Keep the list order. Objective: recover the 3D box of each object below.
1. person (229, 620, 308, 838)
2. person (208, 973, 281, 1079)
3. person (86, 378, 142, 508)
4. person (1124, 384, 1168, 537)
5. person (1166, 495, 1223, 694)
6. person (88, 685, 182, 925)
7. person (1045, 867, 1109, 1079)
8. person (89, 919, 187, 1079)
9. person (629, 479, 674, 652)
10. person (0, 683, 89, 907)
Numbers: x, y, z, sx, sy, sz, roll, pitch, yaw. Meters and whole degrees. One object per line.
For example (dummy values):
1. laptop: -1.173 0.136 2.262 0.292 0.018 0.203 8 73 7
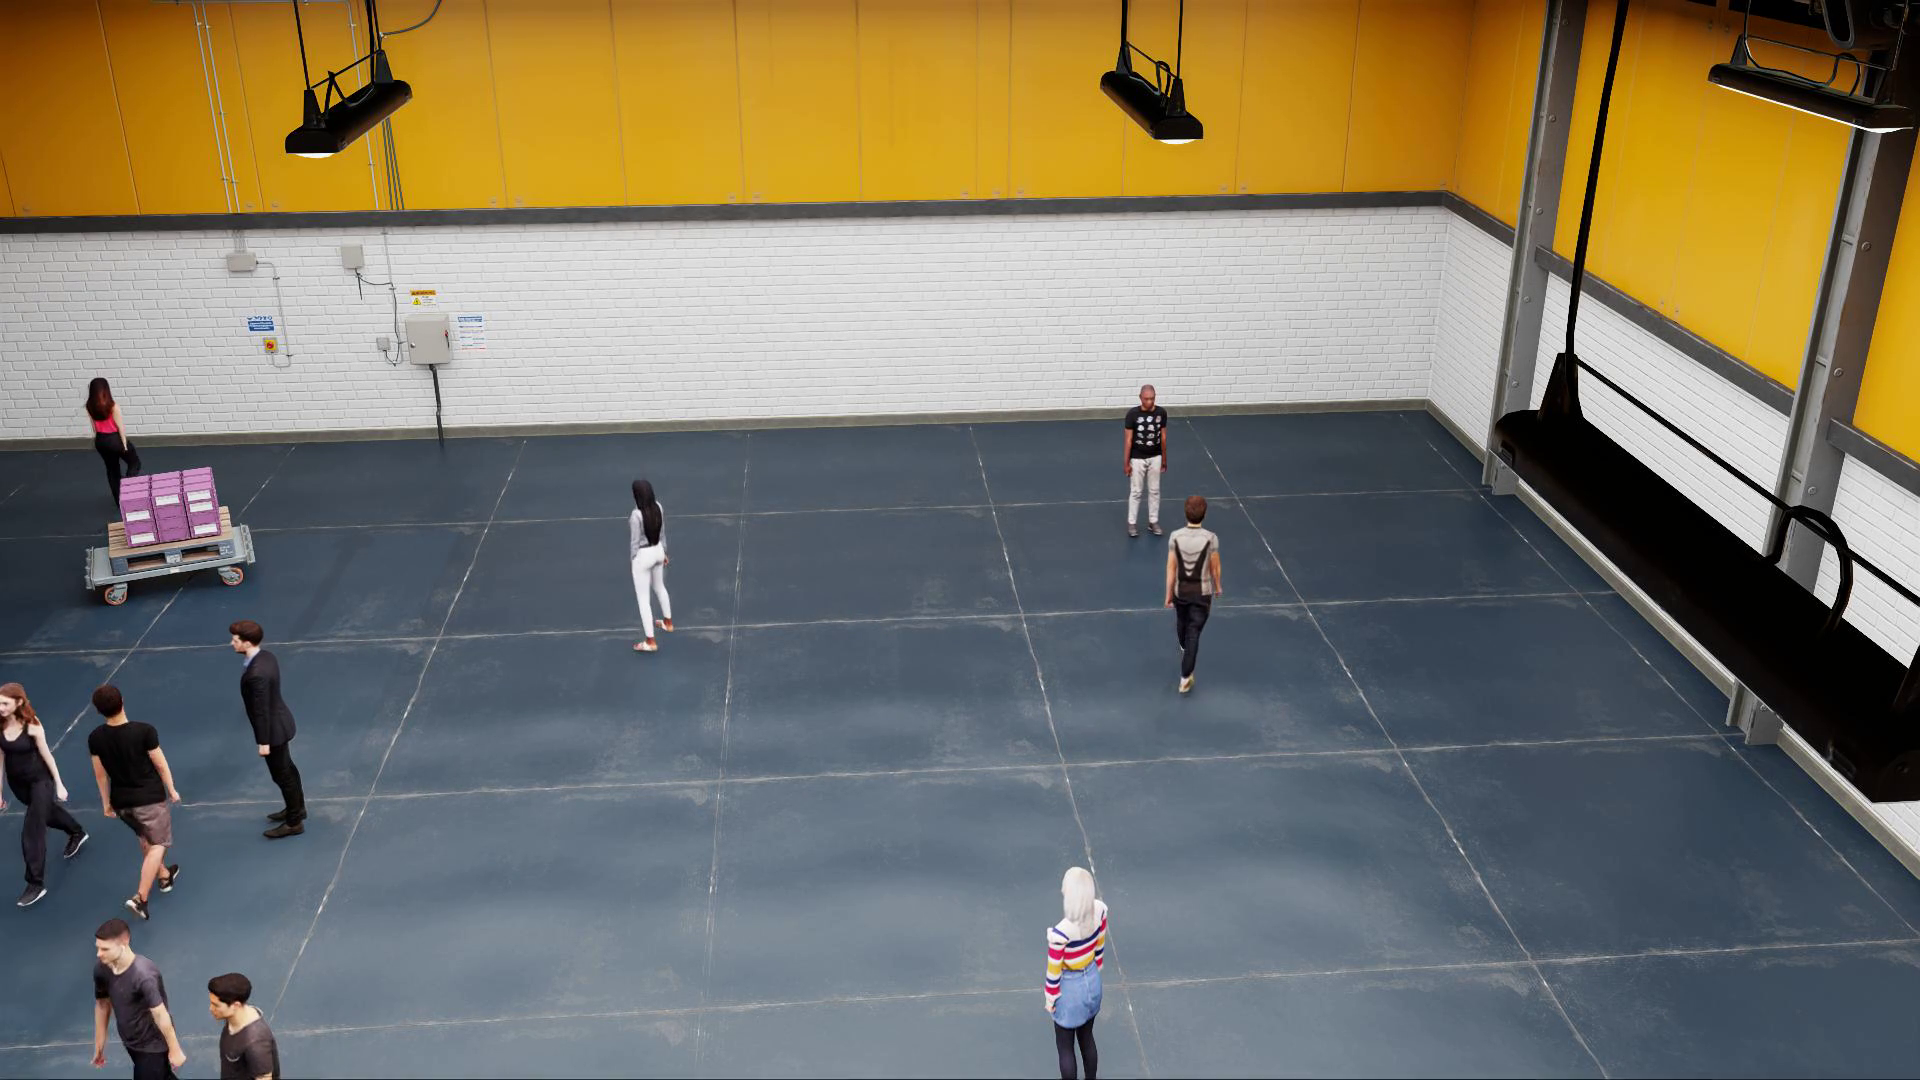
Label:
1. person: -5.514 1.494 13.343 0.798 1.885 0.639 -8 25 -18
2. person: -4.068 3.203 9.645 0.782 1.716 0.687 -18 29 -35
3. person: -9.999 -1.095 19.560 0.635 1.650 0.672 2 24 4
4. person: 2.115 -0.930 18.992 0.679 1.801 0.635 -4 24 -10
5. person: 2.169 0.544 15.575 0.988 1.838 1.282 8 25 18
6. person: -6.129 1.967 12.332 0.703 1.829 1.122 0 24 0
7. person: 0.739 2.816 10.414 0.712 1.808 0.725 -19 30 -36
8. person: -4.859 2.993 10.089 0.922 1.745 1.027 11 26 24
9. person: -3.075 0.197 16.524 0.956 1.713 0.850 13 27 28
10. person: -7.070 1.838 12.791 0.778 1.696 1.214 3 24 6
